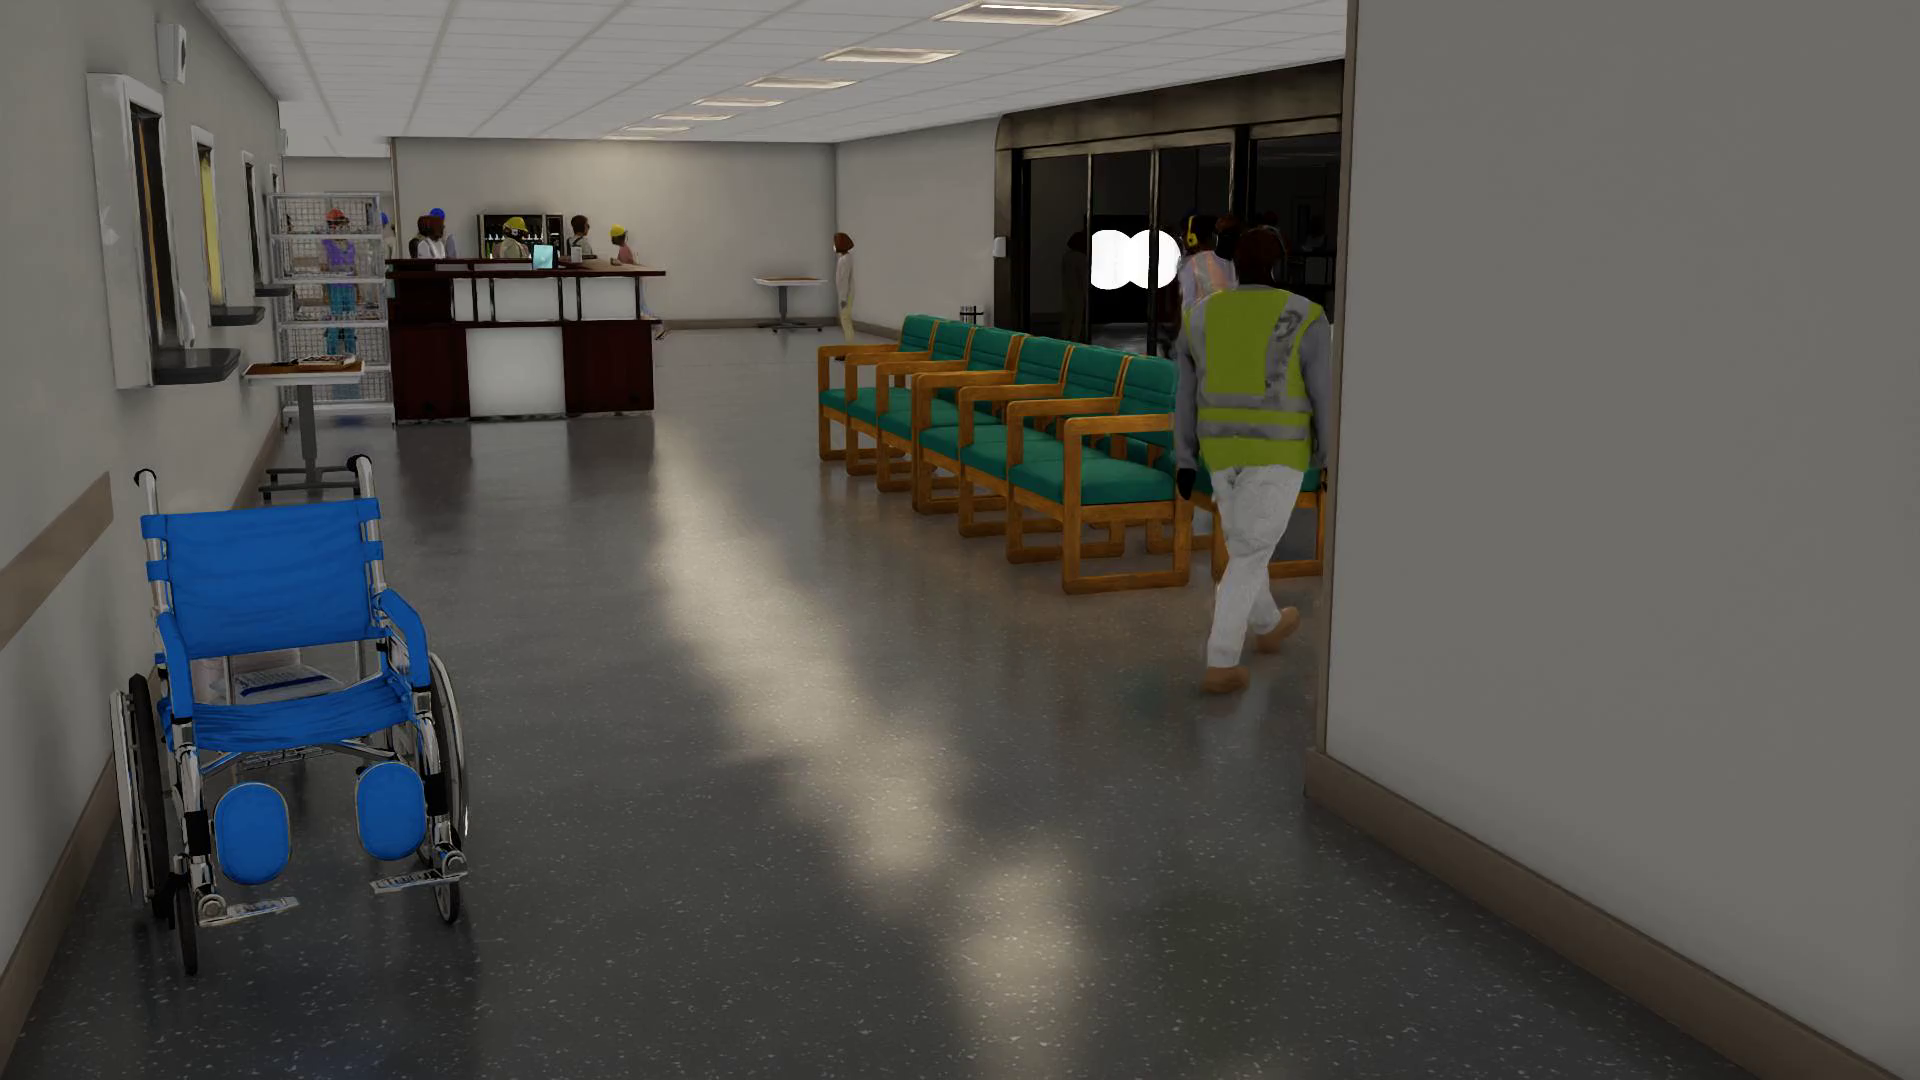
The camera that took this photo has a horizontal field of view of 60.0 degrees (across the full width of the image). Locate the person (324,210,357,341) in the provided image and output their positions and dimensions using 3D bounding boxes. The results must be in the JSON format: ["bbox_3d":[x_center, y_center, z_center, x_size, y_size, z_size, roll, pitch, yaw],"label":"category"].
[{"bbox_3d":[-9.191,-3.884,24.485,0.468,1.923,0.551,-5,12,-25],"label":"person"}]

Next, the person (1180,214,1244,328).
[{"bbox_3d":[1.848,-1.336,11.615,0.623,1.844,0.429,-2,11,-8],"label":"person"}]

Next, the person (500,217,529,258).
[{"bbox_3d":[-5.878,-3.363,22.063,0.403,1.823,0.588,-6,12,-27],"label":"person"}]

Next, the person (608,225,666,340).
[{"bbox_3d":[-4.805,-3.806,24.641,0.865,1.716,0.547,-1,11,-6],"label":"person"}]

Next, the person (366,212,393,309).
[{"bbox_3d":[-11.438,-5.514,32.912,0.844,1.892,0.672,-2,11,-9],"label":"person"}]

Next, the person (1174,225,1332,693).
[{"bbox_3d":[1.201,-0.335,6.601,0.623,1.791,0.972,9,14,38],"label":"person"}]

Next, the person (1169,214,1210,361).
[{"bbox_3d":[1.875,-1.515,12.517,0.575,1.849,0.583,-9,14,-39],"label":"person"}]

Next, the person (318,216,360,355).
[{"bbox_3d":[-7.807,-3.139,20.904,0.403,1.827,0.588,5,12,22],"label":"person"}]

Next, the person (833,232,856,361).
[{"bbox_3d":[-1.465,-3.090,21.179,0.283,1.628,0.504,0,11,-1],"label":"person"}]

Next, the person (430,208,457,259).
[{"bbox_3d":[-7.732,-3.952,24.755,0.605,1.951,0.381,4,12,19],"label":"person"}]

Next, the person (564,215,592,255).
[{"bbox_3d":[-4.949,-3.318,21.766,0.506,1.846,0.344,9,14,38],"label":"person"}]

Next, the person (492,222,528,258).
[{"bbox_3d":[-6.523,-3.754,24.218,0.533,1.765,0.331,-2,11,-11],"label":"person"}]
